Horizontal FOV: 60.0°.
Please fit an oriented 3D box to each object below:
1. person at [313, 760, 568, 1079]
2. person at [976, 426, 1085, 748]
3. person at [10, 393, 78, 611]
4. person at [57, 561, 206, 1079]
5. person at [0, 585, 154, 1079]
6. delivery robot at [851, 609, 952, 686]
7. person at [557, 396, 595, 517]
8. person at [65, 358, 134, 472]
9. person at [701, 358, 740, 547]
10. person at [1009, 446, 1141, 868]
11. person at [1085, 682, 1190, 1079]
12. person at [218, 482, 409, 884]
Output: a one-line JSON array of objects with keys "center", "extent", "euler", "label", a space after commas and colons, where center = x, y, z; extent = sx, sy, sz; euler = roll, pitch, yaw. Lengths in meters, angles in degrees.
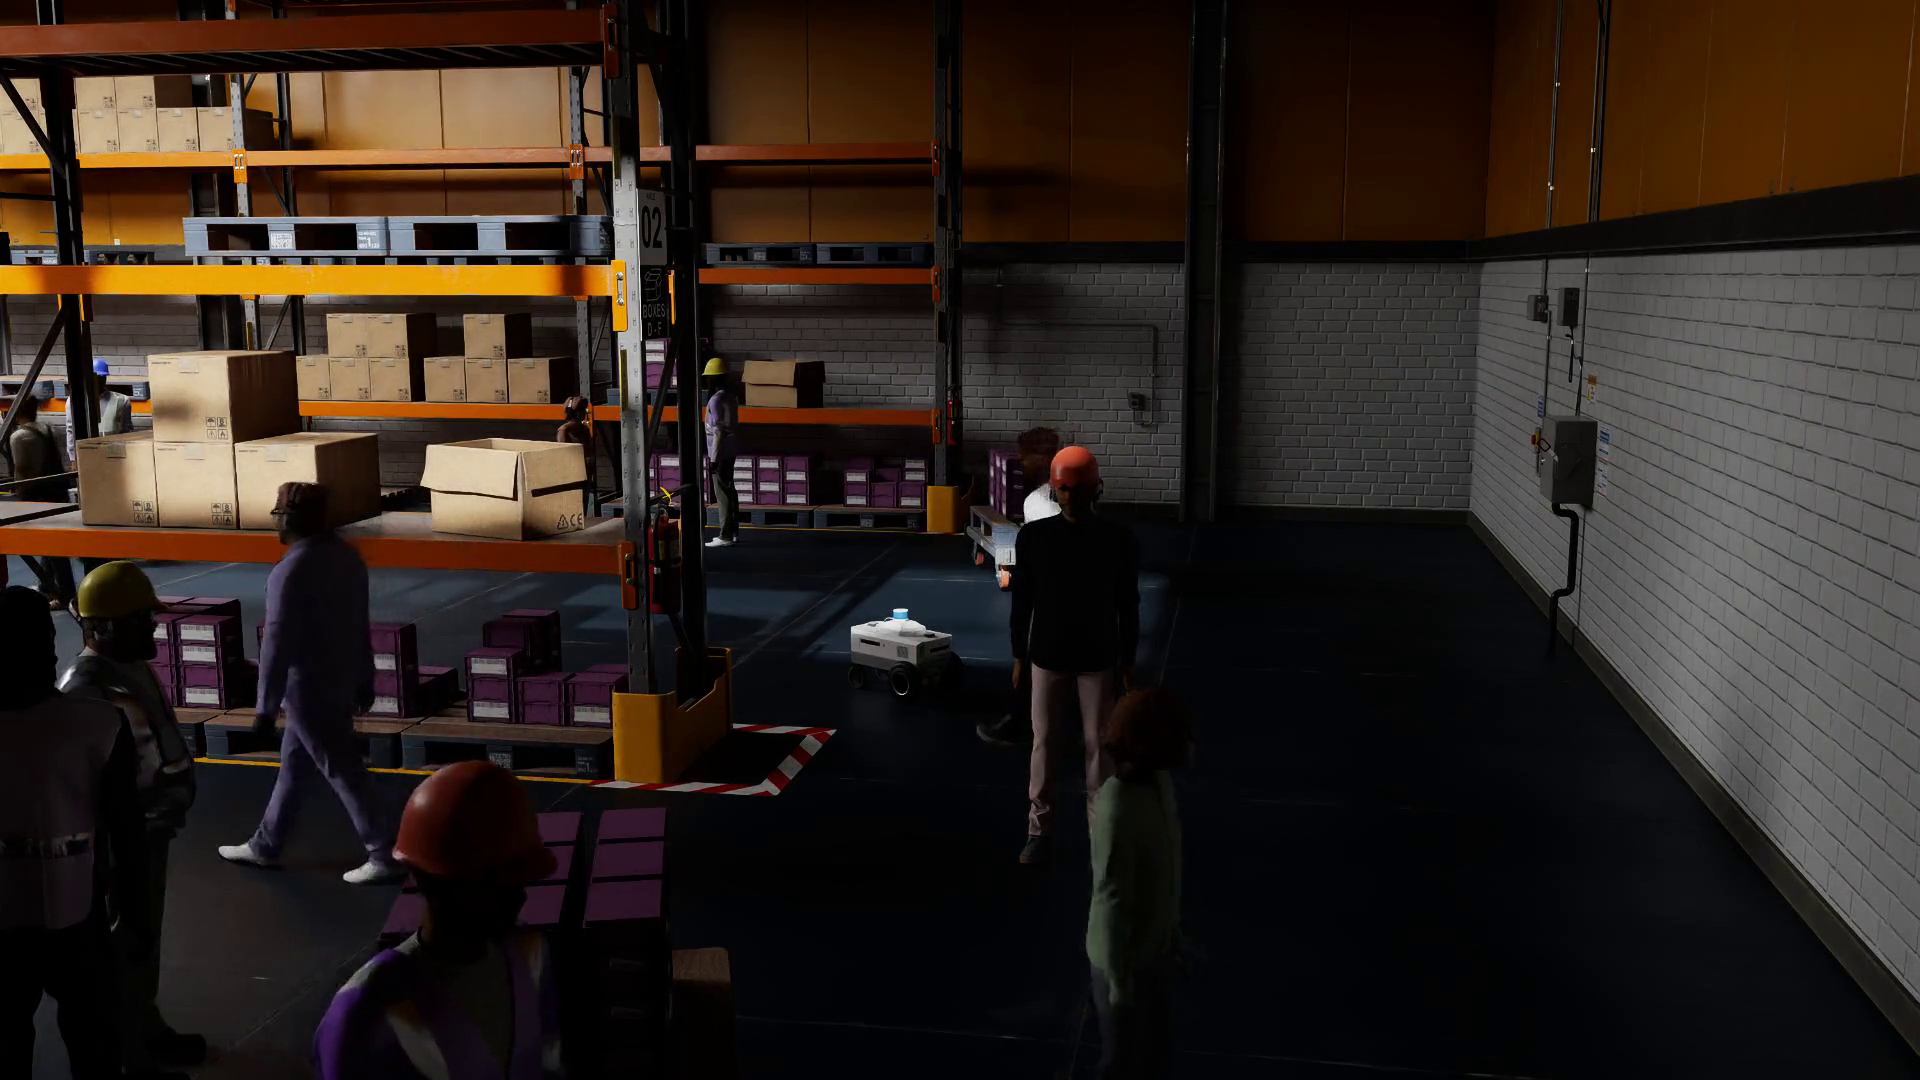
[{"center": [-0.882, 1.347, 3.087], "extent": [0.473, 1.921, 0.586], "euler": [3, 10, 21], "label": "person"}, {"center": [0.541, 0.301, 9.678], "extent": [0.846, 1.906, 0.640], "euler": [6, 11, 34], "label": "person"}, {"center": [-7.684, -0.324, 13.866], "extent": [0.644, 1.810, 0.602], "euler": [0, 9, 3], "label": "person"}, {"center": [-2.826, 0.973, 5.689], "extent": [0.404, 1.830, 0.603], "euler": [-2, 9, -13], "label": "person"}, {"center": [-2.630, 1.085, 4.740], "extent": [0.596, 1.915, 0.372], "euler": [-3, 10, -20], "label": "person"}, {"center": [-0.394, 0.700, 11.048], "extent": [0.707, 0.478, 0.477], "euler": [8, 12, 41], "label": "delivery robot"}, {"center": [-3.604, -0.536, 15.647], "extent": [0.310, 1.642, 0.514], "euler": [2, 9, 14], "label": "person"}, {"center": [-8.489, -0.822, 16.461], "extent": [0.605, 1.951, 0.383], "euler": [-6, 11, -35], "label": "person"}, {"center": [-2.443, -0.886, 16.934], "extent": [0.373, 1.925, 0.595], "euler": [1, 9, 8], "label": "person"}, {"center": [0.533, 0.549, 7.818], "extent": [0.617, 1.994, 0.381], "euler": [2, 9, 10], "label": "person"}, {"center": [0.509, 1.218, 4.835], "extent": [0.313, 1.626, 0.538], "euler": [5, 10, 28], "label": "person"}, {"center": [-2.977, 0.658, 7.578], "extent": [0.986, 1.852, 0.664], "euler": [1, 9, 6], "label": "person"}]
